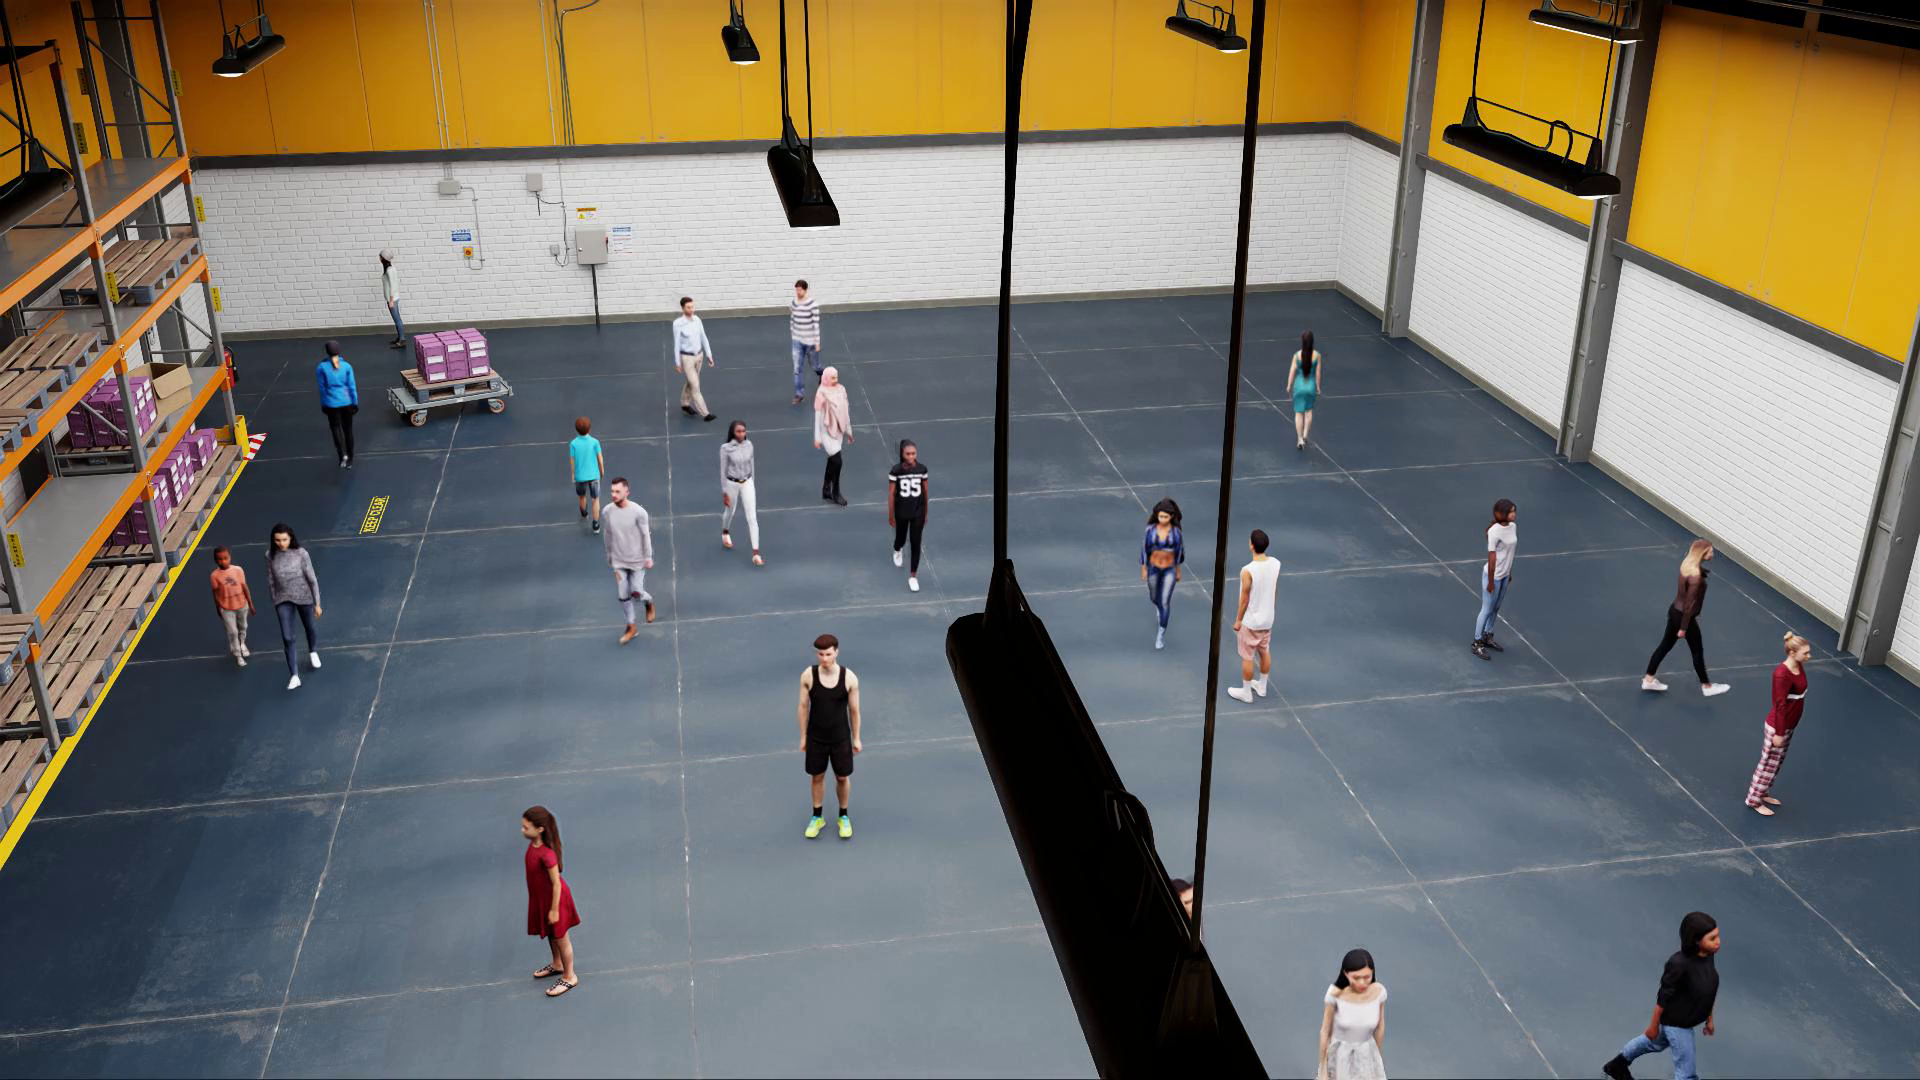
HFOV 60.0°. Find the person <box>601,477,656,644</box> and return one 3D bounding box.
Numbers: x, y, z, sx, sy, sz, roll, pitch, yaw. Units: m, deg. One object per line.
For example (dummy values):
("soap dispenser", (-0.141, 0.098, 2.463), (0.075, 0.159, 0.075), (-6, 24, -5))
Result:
("person", (-3.474, 0.172, 17.604), (0.896, 1.822, 0.995), (7, 25, 16))

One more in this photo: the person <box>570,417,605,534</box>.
("person", (-4.539, -0.773, 20.268), (0.533, 1.419, 0.893), (-5, 24, -11))

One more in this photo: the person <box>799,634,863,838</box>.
("person", (-1.109, 1.647, 14.141), (0.730, 1.892, 0.654), (1, 24, 2))

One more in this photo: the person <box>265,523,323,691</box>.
("person", (-6.713, 0.582, 16.828), (0.688, 1.692, 1.086), (-7, 25, -16))

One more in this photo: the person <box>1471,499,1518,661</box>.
("person", (5.564, 0.380, 17.257), (0.672, 1.719, 0.700), (-21, 31, -40))

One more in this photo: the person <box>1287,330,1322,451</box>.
("person", (4.743, -2.036, 22.840), (0.667, 1.674, 0.744), (1, 24, 2))

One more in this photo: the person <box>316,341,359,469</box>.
("person", (-8.236, -1.749, 22.053), (0.687, 1.779, 0.882), (-7, 25, -16))

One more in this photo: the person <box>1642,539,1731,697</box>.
("person", (7.047, 0.773, 16.419), (0.860, 1.670, 1.034), (2, 24, 5))

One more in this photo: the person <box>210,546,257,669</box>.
("person", (-7.516, 0.651, 17.188), (0.703, 1.277, 0.937), (-14, 27, -29))

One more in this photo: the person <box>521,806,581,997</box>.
("person", (-3.038, 2.635, 12.305), (0.710, 1.553, 0.649), (-16, 28, -31))

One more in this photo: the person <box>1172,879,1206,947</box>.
("person", (1.447, 3.001, 11.320), (0.701, 1.672, 0.706), (-15, 28, -31))

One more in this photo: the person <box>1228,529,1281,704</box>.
("person", (2.909, 0.750, 16.325), (0.711, 1.787, 0.698), (-14, 27, -29))

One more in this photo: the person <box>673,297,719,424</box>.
("person", (-3.917, -2.610, 24.006), (1.255, 1.791, 1.118), (20, 30, 37))

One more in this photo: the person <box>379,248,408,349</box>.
("person", (-9.332, -3.989, 27.343), (0.652, 1.644, 0.460), (-7, 25, -16))

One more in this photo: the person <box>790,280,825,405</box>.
("person", (-2.260, -2.985, 24.827), (1.029, 1.821, 1.227), (9, 25, 19))

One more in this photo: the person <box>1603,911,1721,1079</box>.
("person", (4.674, 3.146, 11.012), (0.942, 1.652, 1.222), (-17, 29, -34))

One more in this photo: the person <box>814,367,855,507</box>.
("person", (-1.688, -1.341, 21.104), (0.904, 1.791, 0.846), (19, 30, 37))

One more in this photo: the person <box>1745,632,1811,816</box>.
("person", (7.170, 1.588, 14.518), (0.714, 1.698, 0.677), (18, 30, 36))

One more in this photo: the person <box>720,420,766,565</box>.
("person", (-2.648, -0.602, 19.552), (0.827, 1.680, 1.263), (-11, 26, -23))

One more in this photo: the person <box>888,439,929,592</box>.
("person", (-0.597, -0.328, 18.879), (0.627, 1.716, 0.975), (-5, 24, -12))

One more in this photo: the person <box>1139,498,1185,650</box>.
("person", (2.142, 0.307, 17.581), (0.901, 1.593, 1.108), (6, 24, 14))

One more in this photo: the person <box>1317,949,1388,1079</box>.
("person", (2.439, 3.278, 10.576), (0.685, 1.760, 0.757), (1, 24, 1))
